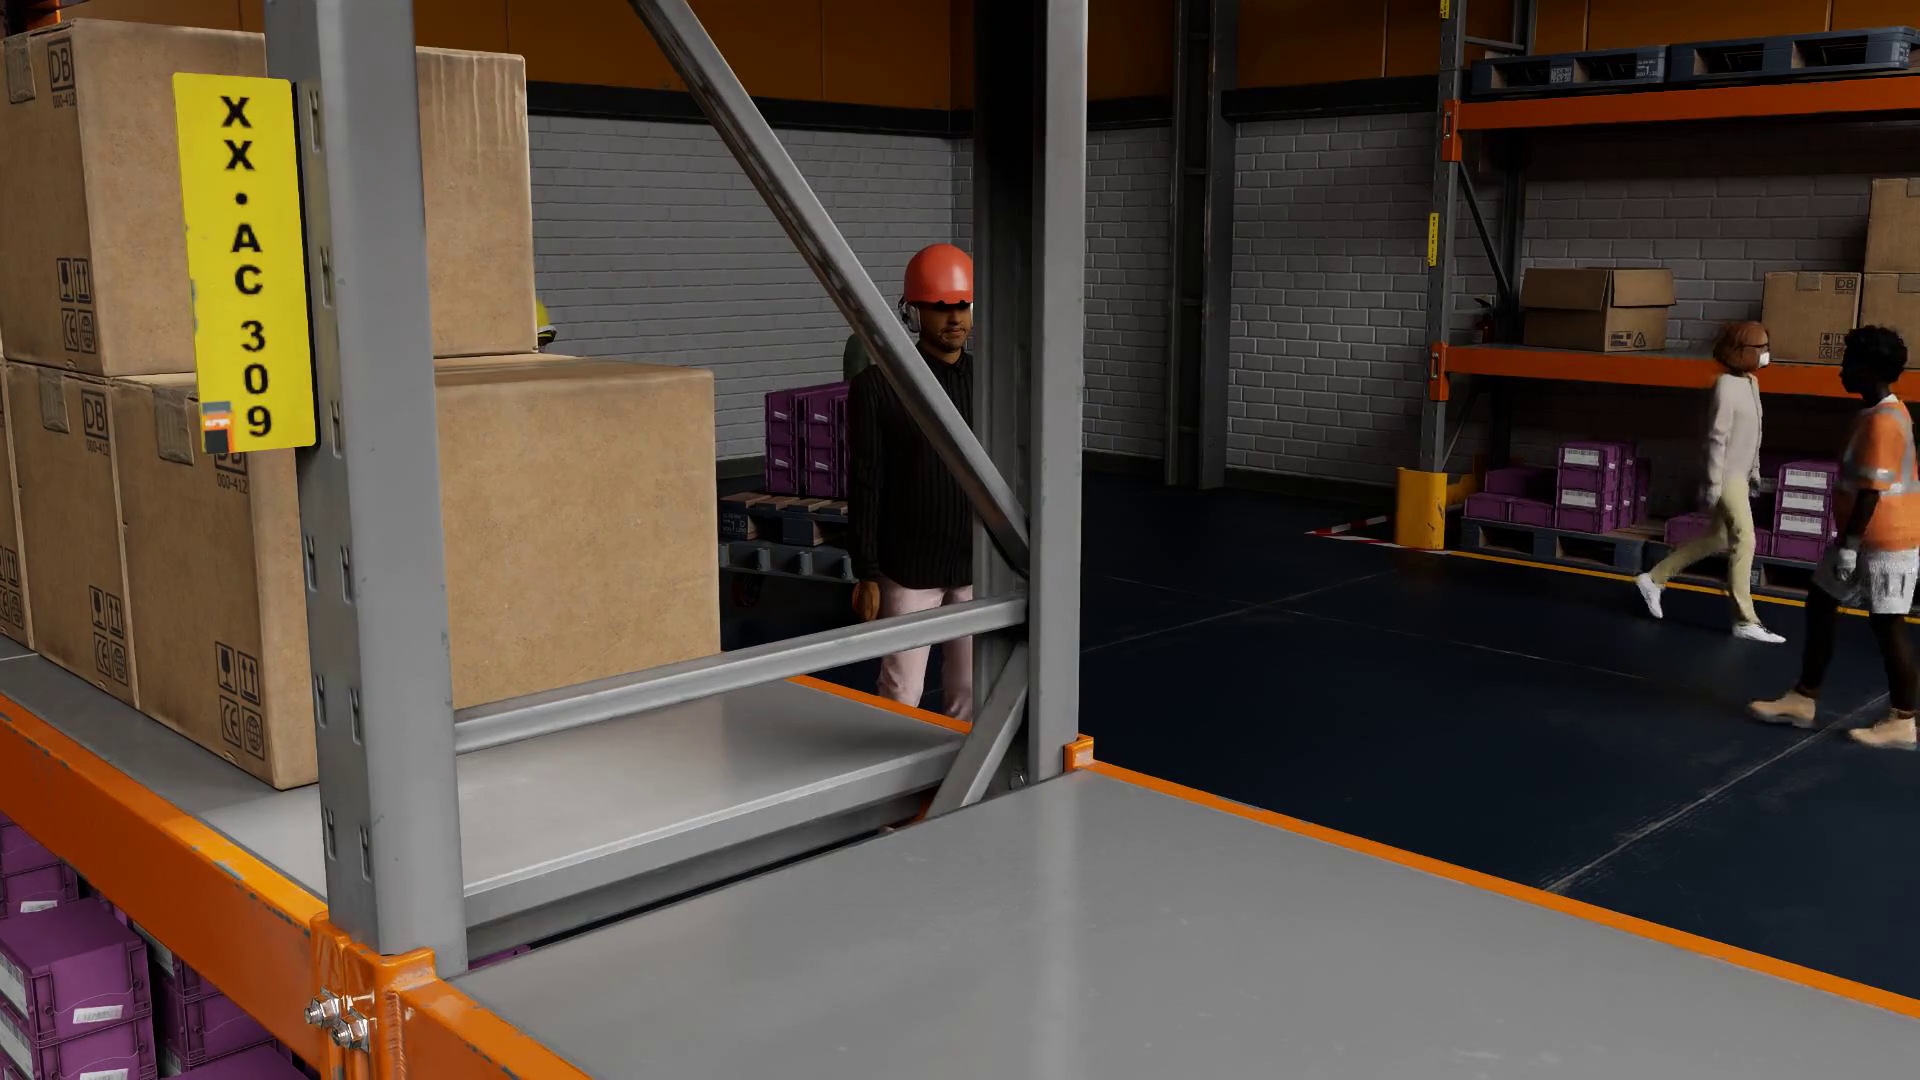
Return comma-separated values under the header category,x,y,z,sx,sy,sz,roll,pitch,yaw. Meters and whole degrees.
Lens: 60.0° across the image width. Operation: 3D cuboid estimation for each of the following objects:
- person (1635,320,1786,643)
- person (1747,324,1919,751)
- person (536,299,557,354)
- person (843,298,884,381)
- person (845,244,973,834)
category,x,y,z,sx,sy,sz,roll,pitch,yaw
person,3.846,-0.315,8.446,0.717,1.613,0.505,8,13,36
person,3.499,-0.011,6.584,0.717,1.666,0.549,4,11,22
person,-1.577,0.011,6.049,0.404,1.832,0.600,2,11,11
person,-0.610,-0.827,11.165,0.276,1.631,0.507,-6,12,-30
person,-0.062,0.082,5.223,0.617,1.994,0.381,-6,12,-29
